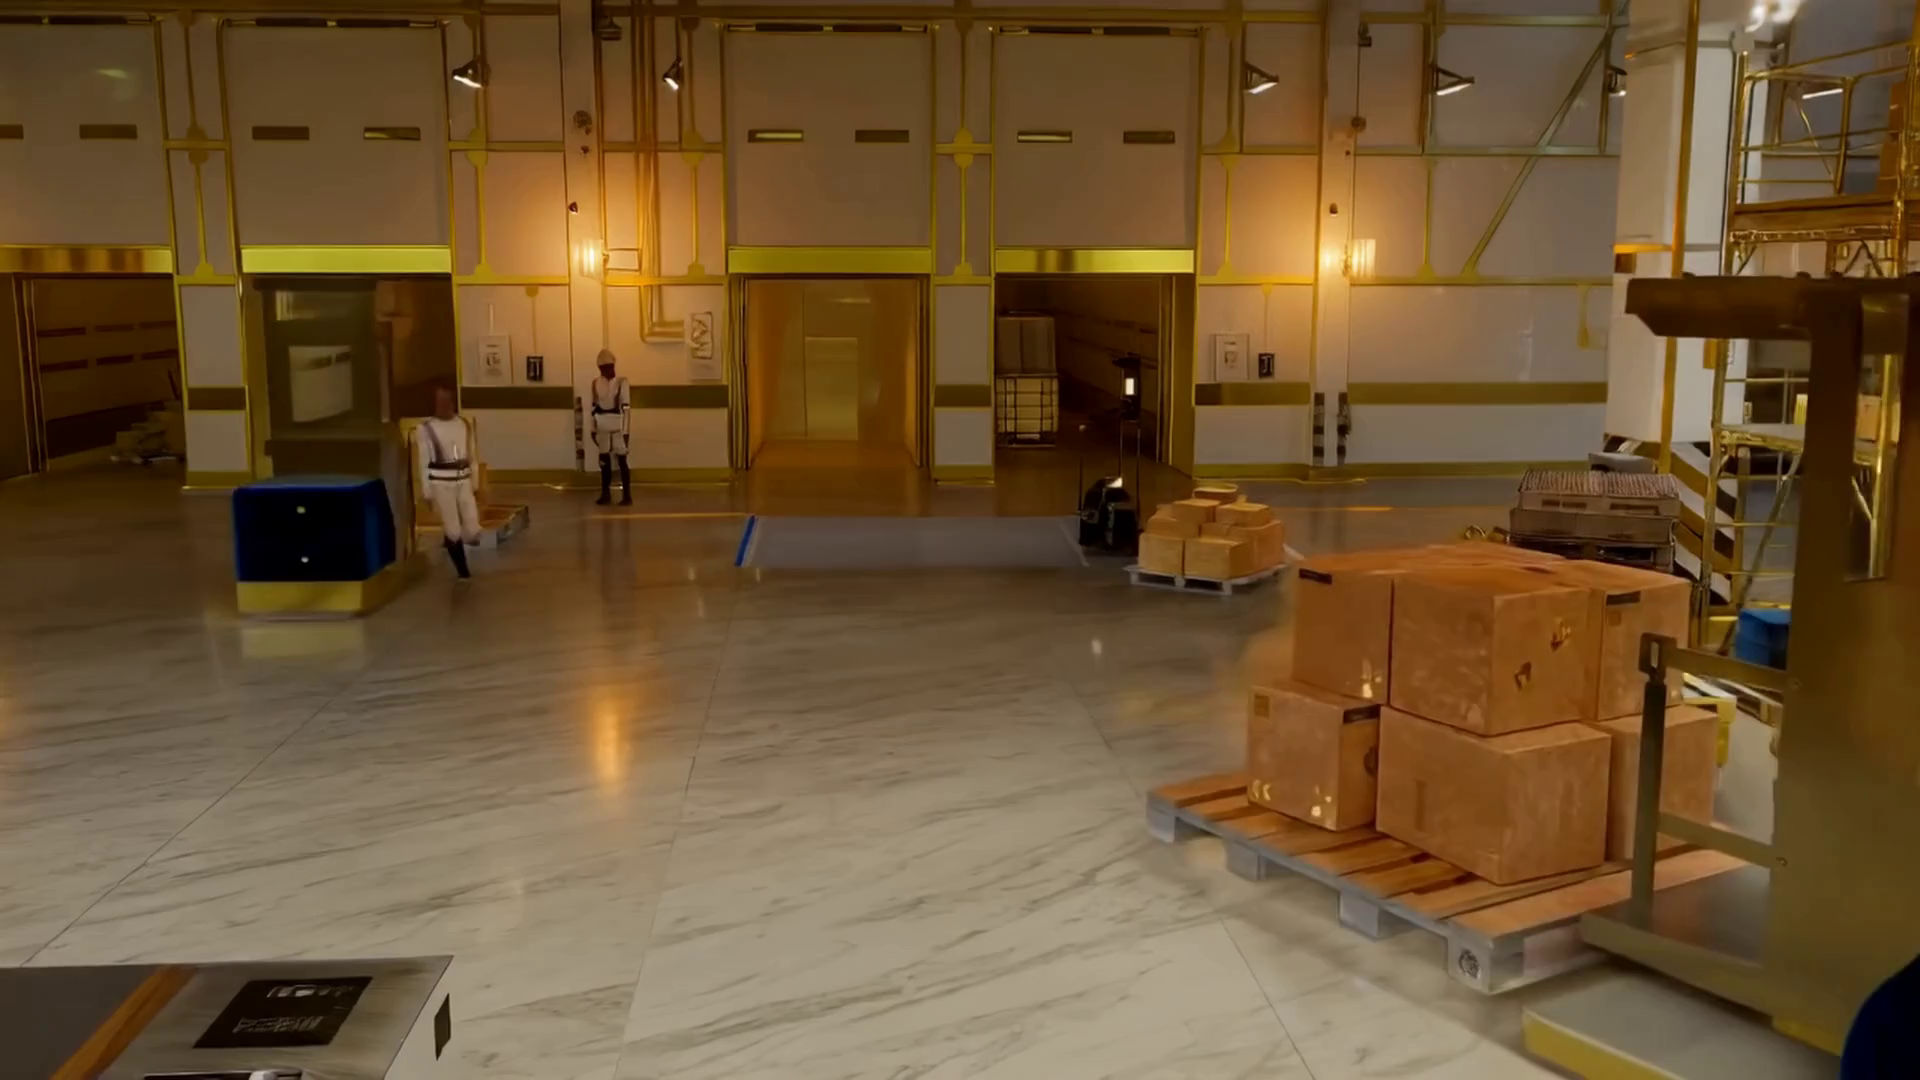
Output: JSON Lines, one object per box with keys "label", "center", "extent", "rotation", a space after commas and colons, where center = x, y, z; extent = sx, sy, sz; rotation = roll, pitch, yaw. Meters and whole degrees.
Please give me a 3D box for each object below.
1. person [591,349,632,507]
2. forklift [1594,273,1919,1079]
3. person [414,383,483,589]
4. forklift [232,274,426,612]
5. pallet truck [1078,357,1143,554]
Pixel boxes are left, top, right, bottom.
{"label": "person", "center": [-4.266, -1.360, 20.286], "extent": [0.545, 1.927, 0.390], "rotation": [4, 10, 23]}
{"label": "forklift", "center": [3.113, 0.608, 4.931], "extent": [1.129, 2.768, 1.873], "rotation": [-5, 11, -30]}
{"label": "person", "center": [-4.617, -0.484, 14.945], "extent": [0.565, 1.867, 0.611], "rotation": [8, 12, 40]}
{"label": "forklift", "center": [-5.461, -0.886, 14.313], "extent": [1.129, 2.768, 1.873], "rotation": [-1, 9, -4]}
{"label": "pallet truck", "center": [2.088, -0.836, 16.757], "extent": [1.885, 1.965, 0.823], "rotation": [2, 9, 13]}
